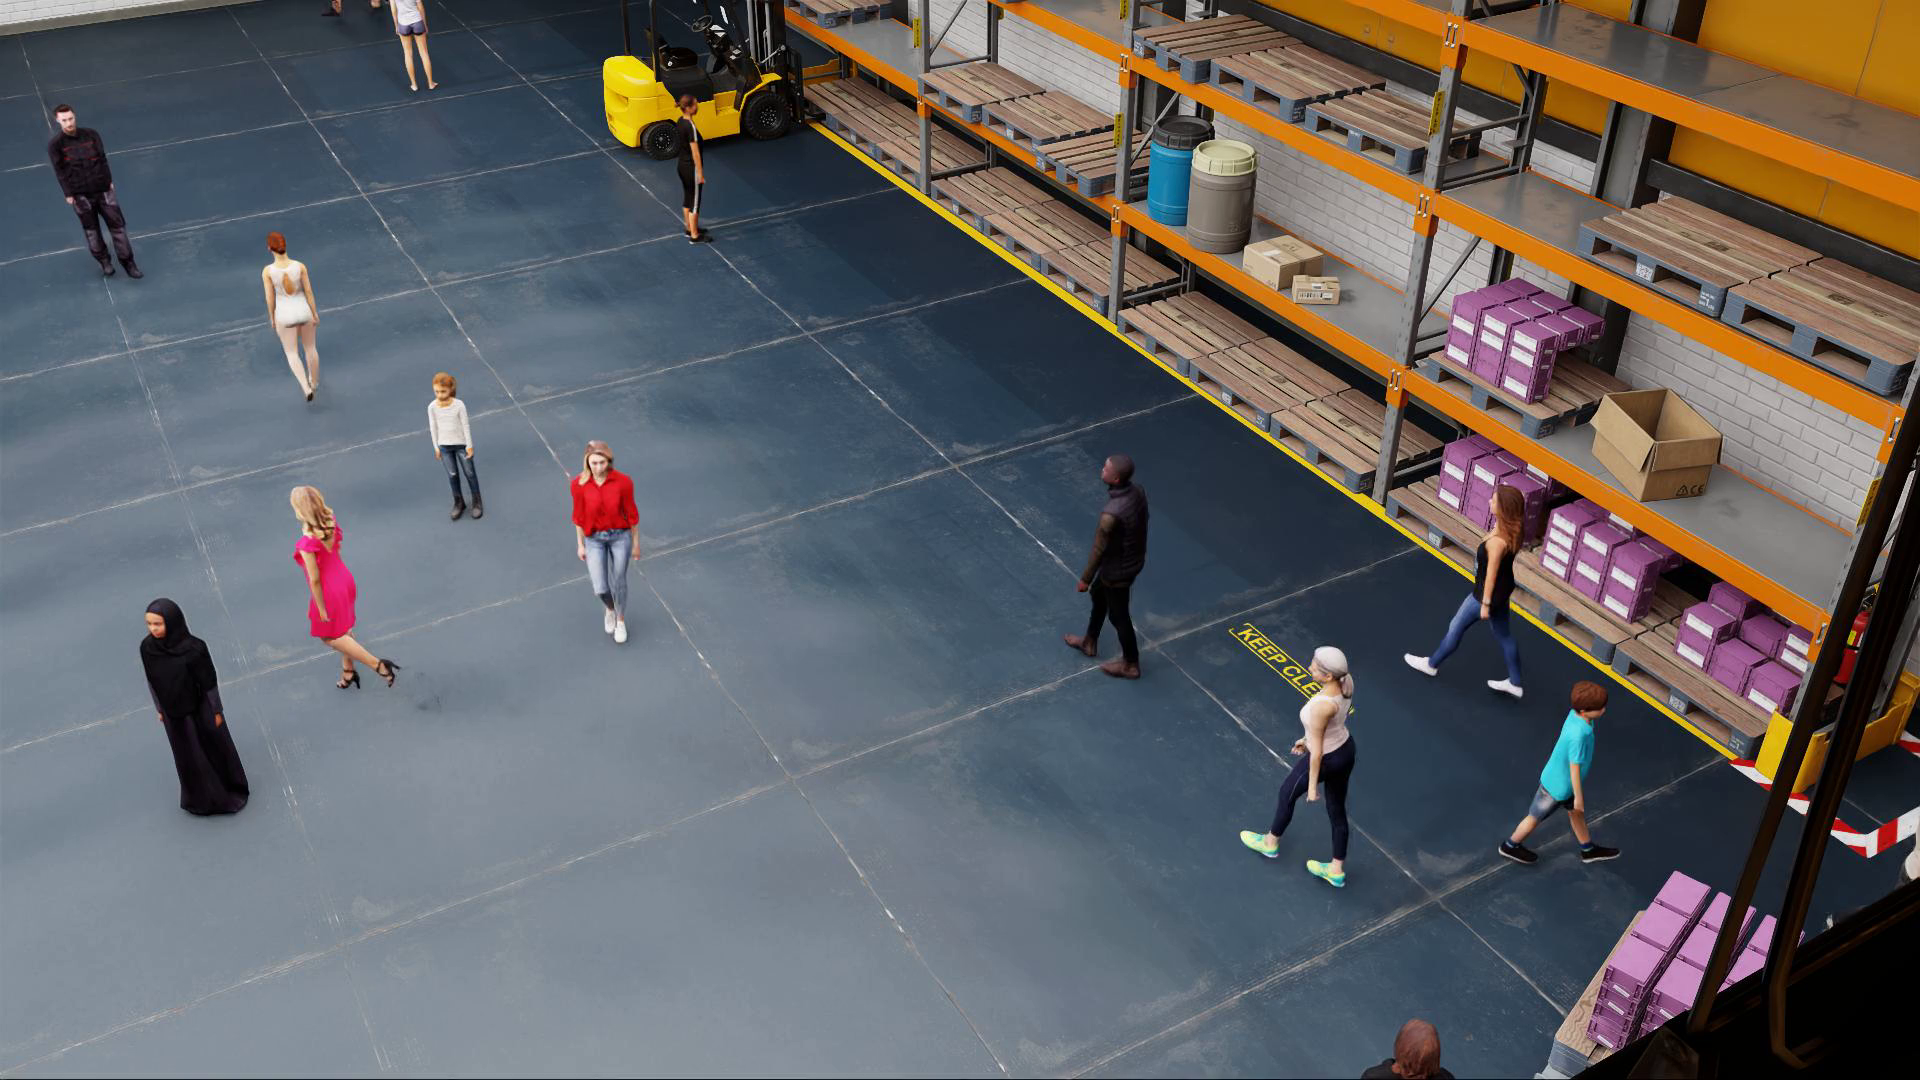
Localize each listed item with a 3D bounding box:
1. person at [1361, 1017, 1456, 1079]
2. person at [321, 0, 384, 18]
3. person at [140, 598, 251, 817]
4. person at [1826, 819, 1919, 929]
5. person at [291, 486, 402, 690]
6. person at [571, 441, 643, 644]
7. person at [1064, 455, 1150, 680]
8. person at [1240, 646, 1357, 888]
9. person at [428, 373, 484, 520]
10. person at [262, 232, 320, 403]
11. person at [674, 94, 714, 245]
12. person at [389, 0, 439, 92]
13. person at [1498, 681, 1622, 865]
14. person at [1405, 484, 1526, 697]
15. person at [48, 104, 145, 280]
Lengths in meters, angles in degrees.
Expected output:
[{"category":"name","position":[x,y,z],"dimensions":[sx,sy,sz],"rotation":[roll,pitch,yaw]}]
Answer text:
[{"category":"person","position":[2.058,2.866,7.837],"dimensions":[0.656,1.702,0.655],"rotation":[0,34,0]},{"category":"person","position":[-9.379,-8.964,25.542],"dimensions":[0.964,1.805,1.190],"rotation":[-27,42,-34]},{"category":"person","position":[-4.927,1.054,10.642],"dimensions":[0.707,1.615,0.750],"rotation":[3,34,4]},{"category":"person","position":[5.370,1.830,9.324],"dimensions":[0.776,1.781,1.132],"rotation":[-12,35,-17]},{"category":"person","position":[-4.290,0.382,11.566],"dimensions":[0.926,1.710,0.880],"rotation":[7,34,10]},{"category":"person","position":[-2.583,-0.035,12.204],"dimensions":[0.701,1.698,0.676],"rotation":[-7,34,-10]},{"category":"person","position":[1.188,0.229,11.702],"dimensions":[1.060,1.816,0.981],"rotation":[13,36,19]},{"category":"person","position":[2.302,1.397,10.078],"dimensions":[1.023,1.667,0.793],"rotation":[26,41,33]},{"category":"person","position":[-4.151,-0.783,13.678],"dimensions":[0.537,1.313,0.578],"rotation":[-2,34,-3]},{"category":"person","position":[-6.100,-2.017,15.248],"dimensions":[0.569,1.631,0.841],"rotation":[-17,37,-23]},{"category":"person","position":[-2.980,-4.103,18.352],"dimensions":[0.647,1.668,0.468],"rotation":[-16,37,-22]},{"category":"person","position":[-7.485,-7.011,22.670],"dimensions":[0.644,1.732,0.614],"rotation":[-6,34,-9]},{"category":"person","position":[3.638,1.444,10.235],"dimensions":[1.003,1.416,0.865],"rotation":[14,36,20]},{"category":"person","position":[3.770,0.400,11.570],"dimensions":[1.153,1.677,0.869],"rotation":[22,40,30]},{"category":"person","position":[-9.188,-3.683,17.526],"dimensions":[0.784,1.882,0.993],"rotation":[-24,40,-31]}]
